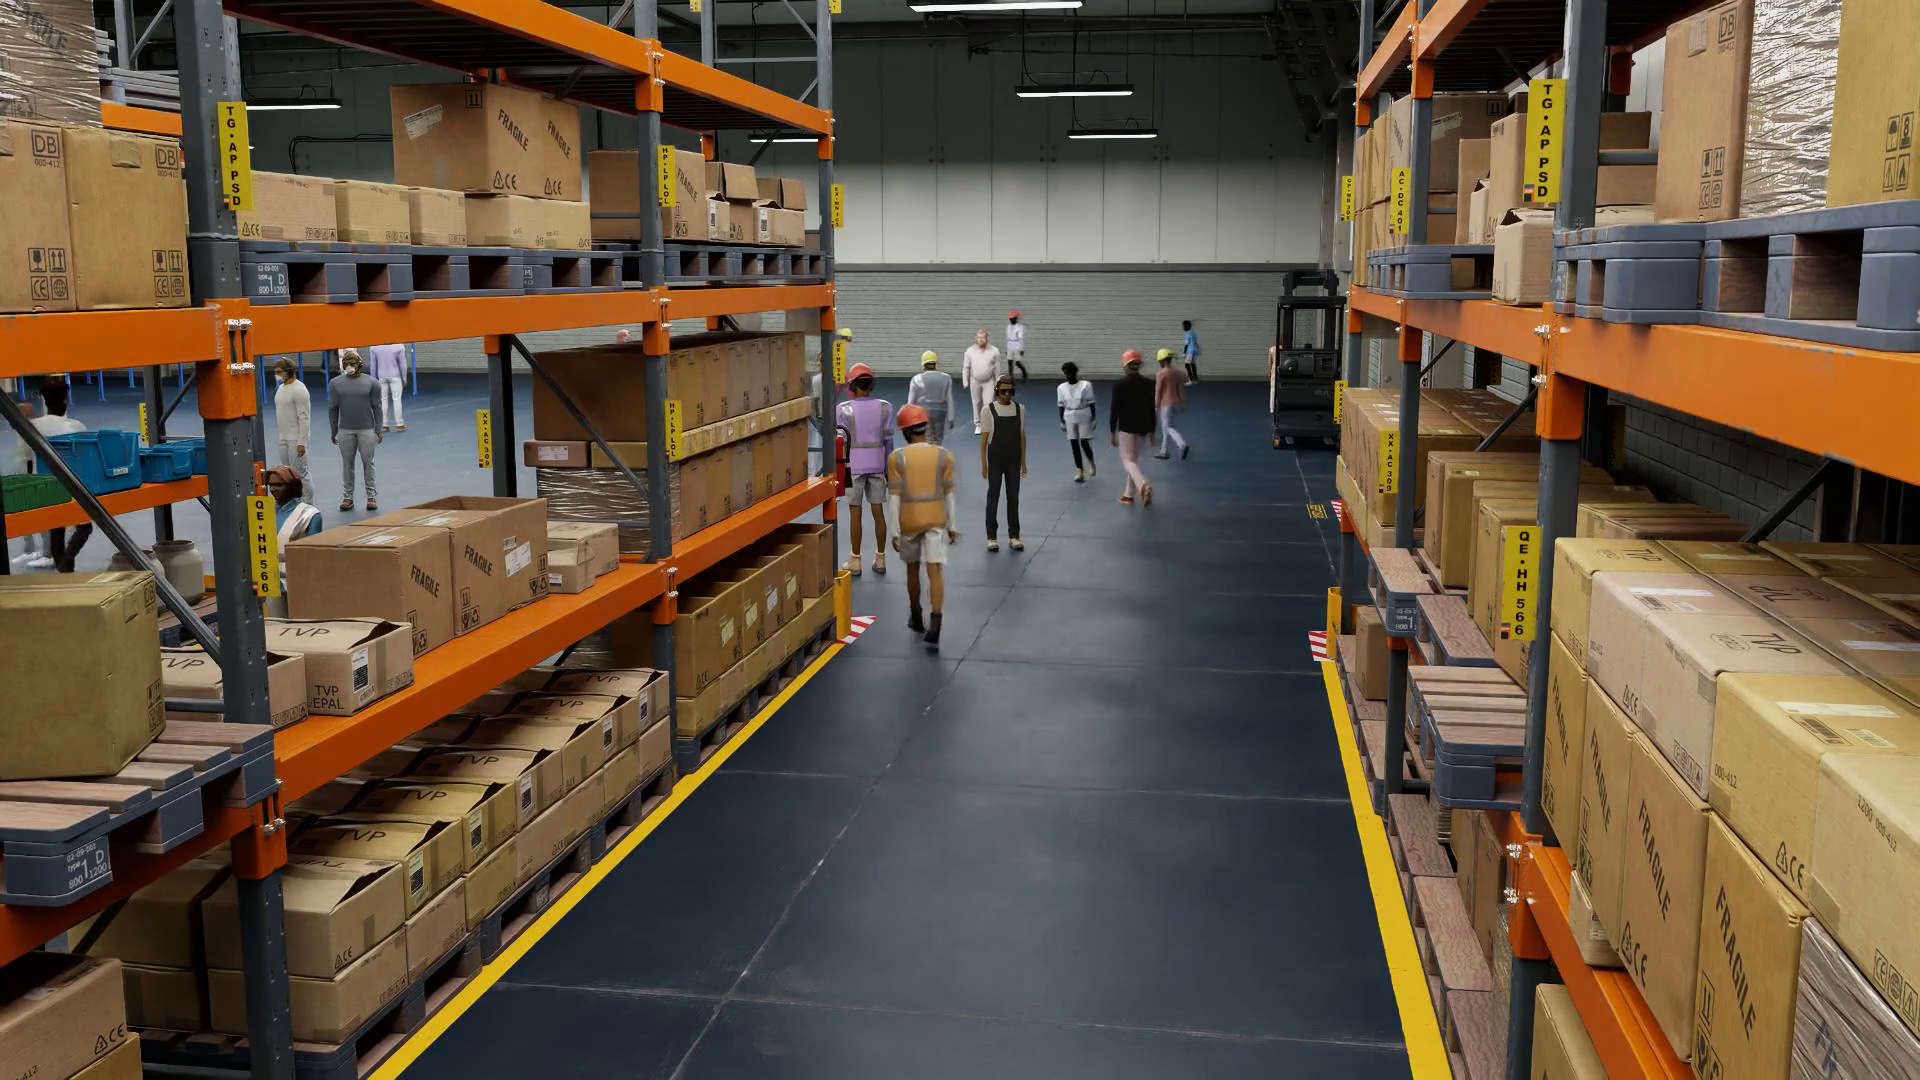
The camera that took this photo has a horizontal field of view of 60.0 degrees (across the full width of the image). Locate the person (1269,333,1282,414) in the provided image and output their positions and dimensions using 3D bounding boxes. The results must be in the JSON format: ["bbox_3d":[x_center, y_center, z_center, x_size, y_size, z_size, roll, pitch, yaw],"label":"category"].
[{"bbox_3d":[6.533,-3.394,33.979,0.514,1.642,0.310,8,12,41],"label":"person"}]

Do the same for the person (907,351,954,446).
[{"bbox_3d":[-0.441,-1.729,23.191,0.631,1.799,0.785,-2,9,-14],"label":"person"}]

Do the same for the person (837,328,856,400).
[{"bbox_3d":[-2.267,-3.470,34.146,0.855,1.725,0.552,-4,10,-22],"label":"person"}]

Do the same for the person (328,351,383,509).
[{"bbox_3d":[-7.413,-1.346,20.430,0.635,1.937,0.353,-2,9,-9],"label":"person"}]

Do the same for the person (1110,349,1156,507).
[{"bbox_3d":[2.169,-1.370,20.536,0.621,1.958,0.877,-4,10,-23],"label":"person"}]

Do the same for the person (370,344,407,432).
[{"bbox_3d":[-10.394,-2.947,30.305,0.635,1.937,0.352,0,9,-3],"label":"person"}]

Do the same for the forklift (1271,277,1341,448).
[{"bbox_3d":[5.847,-3.016,27.970,1.129,2.768,1.873,1,9,9],"label":"forklift"}]

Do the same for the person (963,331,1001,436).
[{"bbox_3d":[0.381,-2.769,29.471,0.672,1.852,0.996,1,9,5],"label":"person"}]

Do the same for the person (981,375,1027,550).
[{"bbox_3d":[0.459,-0.817,17.483,0.503,1.840,0.329,-3,10,-20],"label":"person"}]

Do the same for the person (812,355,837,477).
[{"bbox_3d":[-1.689,-1.593,22.241,0.867,1.838,0.564,7,11,36],"label":"person"}]

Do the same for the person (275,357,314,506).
[{"bbox_3d":[-7.703,-1.143,19.200,0.628,1.935,0.373,9,13,44],"label":"person"}]

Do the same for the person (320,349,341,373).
[{"bbox_3d":[-17.957,-5.763,47.495,0.692,2.000,0.988,-8,12,-42],"label":"person"}]

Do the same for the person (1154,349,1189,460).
[{"bbox_3d":[3.281,-2.092,25.698,0.535,1.730,0.748,-8,12,-42],"label":"person"}]

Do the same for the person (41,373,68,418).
[{"bbox_3d":[-11.779,-1.425,21.530,0.521,1.740,0.793,7,11,36],"label":"person"}]

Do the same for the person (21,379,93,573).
[{"bbox_3d":[-8.142,-0.473,15.024,0.606,1.951,0.467,0,9,2],"label":"person"}]

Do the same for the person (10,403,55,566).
[{"bbox_3d":[-9.260,-0.538,16.407,0.557,1.614,0.523,-4,10,-22],"label":"person"}]

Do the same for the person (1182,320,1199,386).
[{"bbox_3d":[5.882,-4.771,42.389,0.386,1.662,0.676,5,10,27],"label":"person"}]

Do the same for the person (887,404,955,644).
[{"bbox_3d":[-0.298,-0.134,13.188,0.561,1.880,1.012,-1,9,-9],"label":"person"}]

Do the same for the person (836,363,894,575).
[{"bbox_3d":[-0.941,-0.691,16.097,0.605,2.036,0.383,-4,10,-24],"label":"person"}]

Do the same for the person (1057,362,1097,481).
[{"bbox_3d":[1.627,-1.647,23.120,0.569,1.662,0.453,4,10,25],"label":"person"}]

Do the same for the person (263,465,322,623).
[{"bbox_3d":[-4.475,0.313,11.115,0.514,1.642,0.310,2,9,13],"label":"person"}]

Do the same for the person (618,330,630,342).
[{"bbox_3d":[-5.816,-2.661,28.731,0.688,1.905,0.487,5,10,28],"label":"person"}]

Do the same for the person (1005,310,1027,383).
[{"bbox_3d":[1.430,-4.932,42.606,0.553,1.917,0.676,7,11,36],"label":"person"}]

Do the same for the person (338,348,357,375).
[{"bbox_3d":[-11.882,-3.342,32.422,0.379,2.041,0.616,-7,12,-38],"label":"person"}]
